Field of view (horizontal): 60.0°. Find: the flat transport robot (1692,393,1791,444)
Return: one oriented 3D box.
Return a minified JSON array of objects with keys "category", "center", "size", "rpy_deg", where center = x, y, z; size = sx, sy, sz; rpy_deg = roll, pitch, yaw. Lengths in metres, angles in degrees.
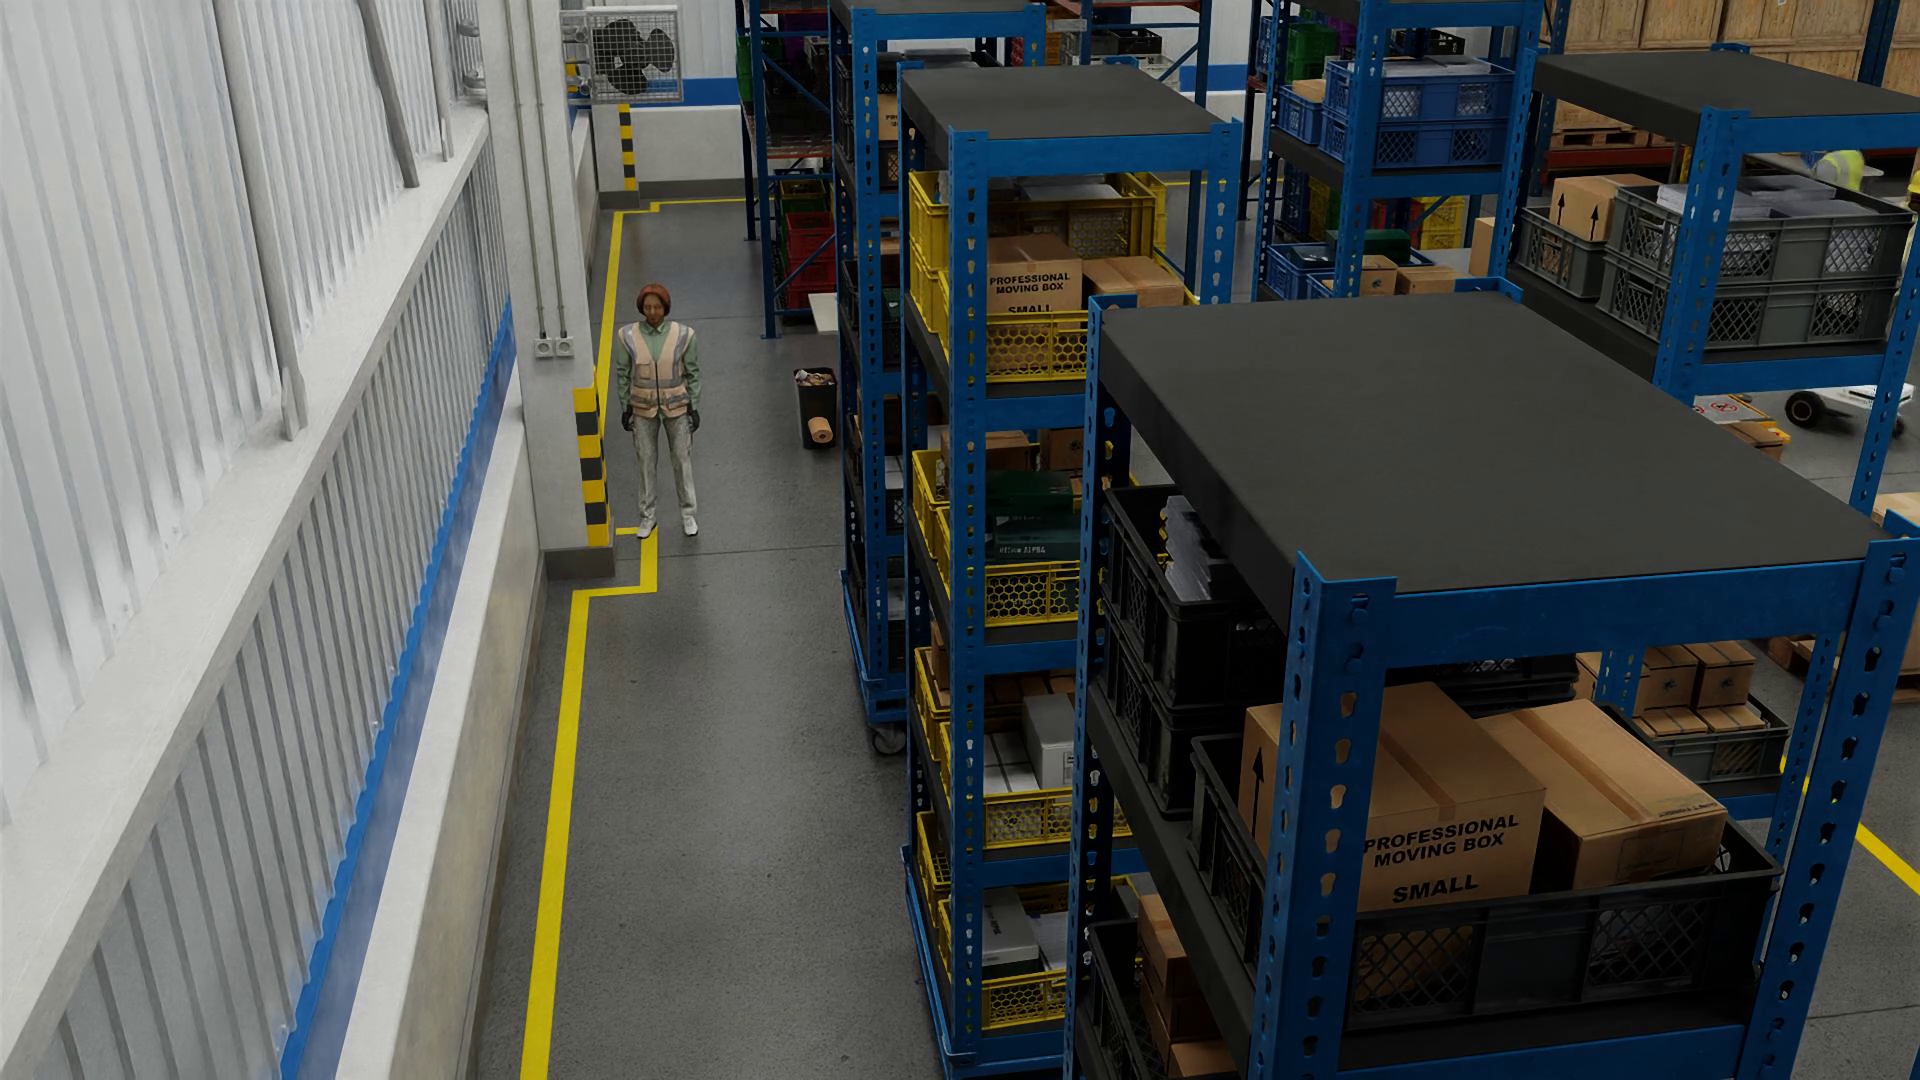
[{"category":"flat transport robot","center":[5.224,-0.859,12.132],"size":[1.431,0.197,0.652],"rpy_deg":[-4,25,-8]}]

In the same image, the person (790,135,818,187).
[{"category":"person","center":[-1.758,-4.830,18.867],"size":[0.575,1.876,0.340],"rpy_deg":[18,30,34]}]

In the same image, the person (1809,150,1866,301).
[{"category":"person","center":[7.434,-2.706,14.335],"size":[0.714,1.803,0.432],"rpy_deg":[-19,31,-36]}]

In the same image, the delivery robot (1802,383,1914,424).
[{"category":"delivery robot","center":[6.578,-1.101,12.214],"size":[0.477,0.478,0.707],"rpy_deg":[-17,30,-33]}]

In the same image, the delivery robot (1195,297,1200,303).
[{"category":"delivery robot","center":[1.907,-1.742,13.607],"size":[0.707,0.478,0.477],"rpy_deg":[4,25,8]}]

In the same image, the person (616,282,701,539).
[{"category":"person","center":[-1.869,-0.806,10.387],"size":[0.514,1.643,0.306],"rpy_deg":[-3,25,-6]}]

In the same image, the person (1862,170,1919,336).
[{"category":"person","center":[7.136,-1.921,12.590],"size":[0.597,1.827,0.403],"rpy_deg":[10,27,21]}]
